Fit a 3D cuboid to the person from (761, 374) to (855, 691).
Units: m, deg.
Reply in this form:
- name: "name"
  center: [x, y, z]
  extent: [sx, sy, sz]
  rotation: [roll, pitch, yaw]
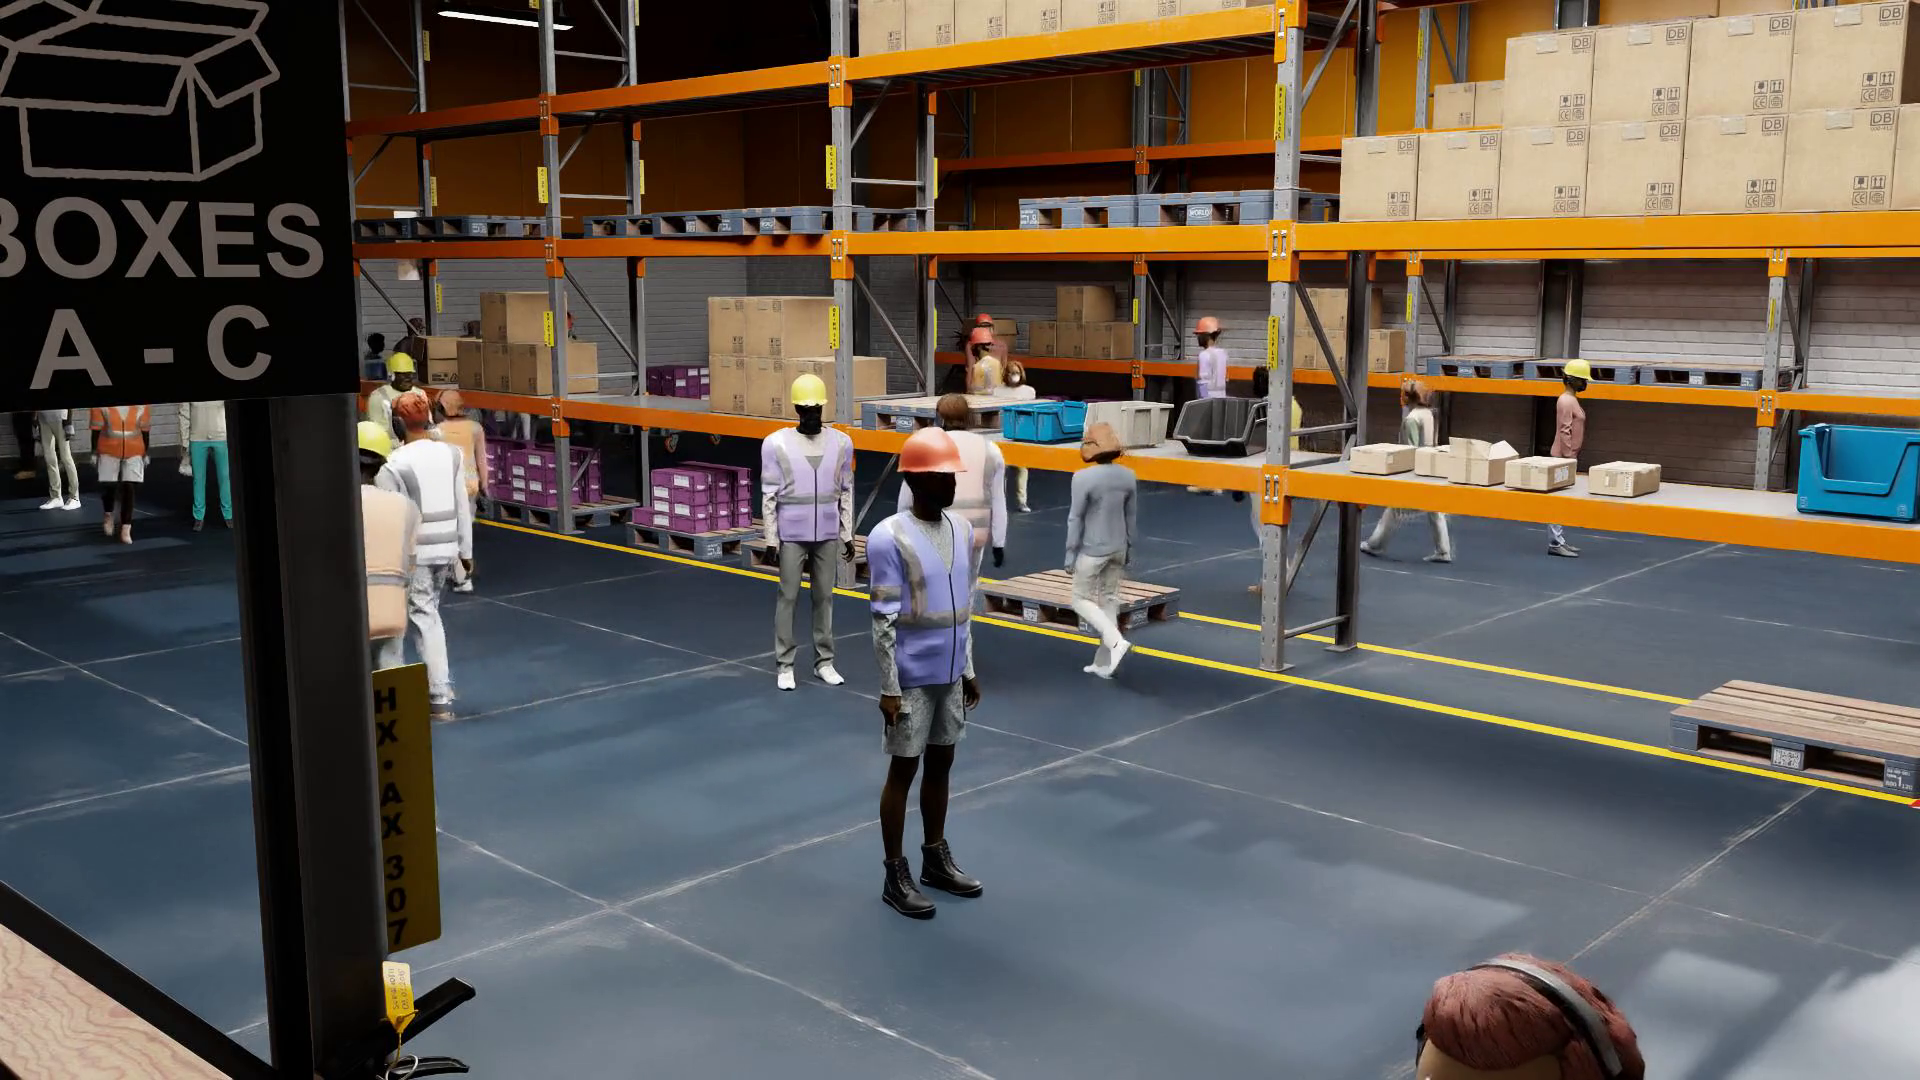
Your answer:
- name: "person"
  center: [-0.913, -0.049, 10.161]
  extent: [0.589, 1.927, 0.387]
  rotation: [-4, 10, -23]

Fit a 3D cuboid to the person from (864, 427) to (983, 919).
- name: "person"
  center: [-0.123, 0.516, 6.650]
  extent: [0.347, 1.943, 0.544]
  rotation: [8, 12, 41]

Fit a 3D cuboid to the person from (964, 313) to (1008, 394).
- name: "person"
  center: [0.326, -1.925, 21.485]
  extent: [0.611, 1.985, 0.393]
  rotation: [-4, 10, -23]

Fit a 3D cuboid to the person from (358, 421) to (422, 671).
- name: "person"
  center: [-2.756, 0.398, 7.630]
  extent: [0.646, 1.854, 0.852]
  rotation: [-9, 13, -43]

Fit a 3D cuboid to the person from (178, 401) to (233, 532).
- name: "person"
  center: [-7.350, -0.968, 16.287]
  extent: [0.525, 1.769, 0.315]
  rotation: [-5, 10, -26]

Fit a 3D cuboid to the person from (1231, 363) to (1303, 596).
- name: "person"
  center: [2.397, -0.458, 12.996]
  extent: [0.462, 1.827, 0.645]
  rotation: [7, 12, 37]

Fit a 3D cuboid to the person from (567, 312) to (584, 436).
- name: "person"
  center: [-6.068, -2.539, 25.454]
  extent: [0.590, 1.918, 0.389]
  rotation: [6, 11, 34]

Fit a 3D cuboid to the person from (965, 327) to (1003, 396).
- name: "person"
  center: [0.251, -1.357, 18.185]
  extent: [0.406, 1.921, 0.576]
  rotation: [4, 10, 24]

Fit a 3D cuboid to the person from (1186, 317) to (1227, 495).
- name: "person"
  center: [2.754, -1.502, 18.772]
  extent: [0.540, 2.021, 0.632]
  rotation: [6, 11, 31]

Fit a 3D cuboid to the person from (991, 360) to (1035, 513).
- name: "person"
  center: [0.553, -1.123, 17.732]
  extent: [0.515, 1.598, 0.767]
  rotation: [-2, 9, -12]

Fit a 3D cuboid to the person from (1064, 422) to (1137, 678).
- name: "person"
  center: [0.913, 0.086, 10.263]
  extent: [0.531, 1.617, 0.471]
  rotation: [-7, 12, -36]

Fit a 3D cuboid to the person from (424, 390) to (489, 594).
- name: "person"
  center: [-4.042, -0.390, 13.205]
  extent: [0.540, 1.602, 0.708]
  rotation: [-8, 12, -41]

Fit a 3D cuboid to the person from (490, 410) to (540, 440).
- name: "person"
  center: [-5.437, -1.650, 20.347]
  extent: [0.586, 1.820, 0.887]
  rotation: [-2, 9, -11]

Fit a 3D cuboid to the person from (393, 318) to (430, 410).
- name: "person"
  center: [-7.276, -2.030, 22.371]
  extent: [0.639, 1.909, 0.409]
  rotation: [4, 10, 25]

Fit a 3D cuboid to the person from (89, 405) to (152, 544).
- name: "person"
  center: [-7.817, -0.802, 15.508]
  extent: [0.550, 1.677, 0.401]
  rotation: [-7, 11, -36]

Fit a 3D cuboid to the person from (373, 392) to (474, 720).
- name: "person"
  center: [-3.100, 0.092, 9.467]
  extent: [0.526, 1.867, 0.615]
  rotation: [6, 11, 33]

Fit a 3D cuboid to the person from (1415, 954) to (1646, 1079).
- name: "person"
  center: [0.533, 1.339, 1.717]
  extent: [0.403, 1.904, 0.651]
  rotation: [-8, 12, -42]

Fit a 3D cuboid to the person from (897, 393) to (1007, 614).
- name: "person"
  center: [-0.056, -0.006, 10.317]
  extent: [0.630, 1.794, 0.975]
  rotation: [-4, 10, -23]

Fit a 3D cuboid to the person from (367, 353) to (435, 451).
- name: "person"
  center: [-4.941, -0.775, 14.971]
  extent: [0.798, 1.798, 0.617]
  rotation: [7, 11, 35]

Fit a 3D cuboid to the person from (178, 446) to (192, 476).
- name: "person"
  center: [-9.266, -1.696, 20.605]
  extent: [0.970, 1.828, 0.537]
  rotation: [-6, 11, -34]

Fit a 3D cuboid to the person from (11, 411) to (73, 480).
- name: "person"
  center: [-11.282, -1.745, 20.214]
  extent: [0.709, 2.000, 0.671]
  rotation: [4, 10, 22]

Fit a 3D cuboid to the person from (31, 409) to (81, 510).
- name: "person"
  center: [-9.650, -1.239, 17.680]
  extent: [0.509, 1.862, 0.321]
  rotation: [2, 9, 12]

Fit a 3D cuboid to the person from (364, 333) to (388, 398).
- name: "person"
  center: [-8.015, -2.012, 22.922]
  extent: [0.371, 1.682, 0.551]
  rotation: [-7, 12, -39]

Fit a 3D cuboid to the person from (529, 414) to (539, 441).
- name: "person"
  center: [-5.850, -2.004, 22.763]
  extent: [0.508, 1.710, 0.400]
  rotation: [9, 13, 42]

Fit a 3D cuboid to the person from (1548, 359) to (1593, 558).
- name: "person"
  center: [5.447, -0.734, 14.866]
  extent: [0.318, 1.764, 0.522]
  rotation: [4, 10, 24]

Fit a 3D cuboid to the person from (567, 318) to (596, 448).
- name: "person"
  center: [-5.180, -1.989, 22.023]
  extent: [0.764, 1.950, 0.652]
  rotation: [-4, 10, -25]

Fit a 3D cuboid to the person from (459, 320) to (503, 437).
- name: "person"
  center: [-6.848, -2.169, 23.423]
  extent: [1.048, 1.850, 0.642]
  rotation: [-4, 10, -23]

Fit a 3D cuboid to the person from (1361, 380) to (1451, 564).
- name: "person"
  center: [3.927, -0.598, 14.561]
  extent: [0.879, 1.589, 0.518]
  rotation: [7, 12, 37]
